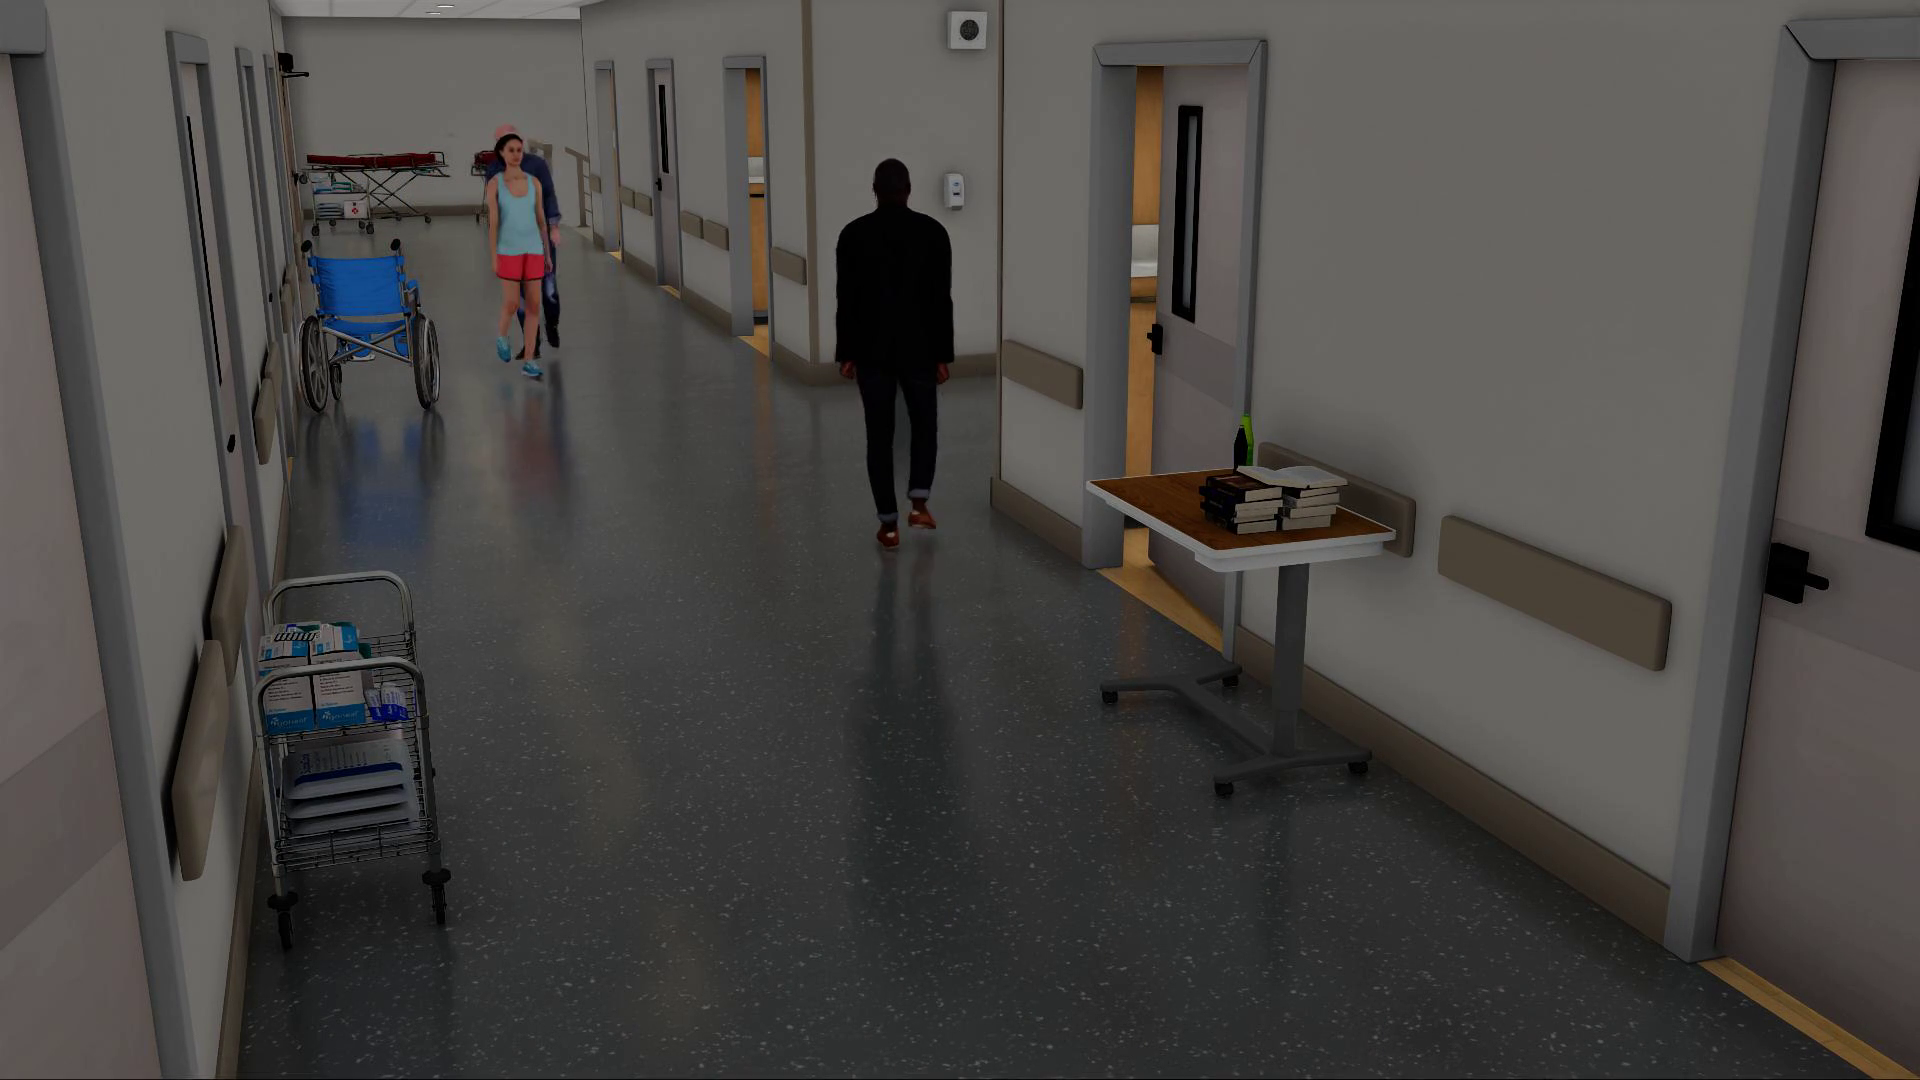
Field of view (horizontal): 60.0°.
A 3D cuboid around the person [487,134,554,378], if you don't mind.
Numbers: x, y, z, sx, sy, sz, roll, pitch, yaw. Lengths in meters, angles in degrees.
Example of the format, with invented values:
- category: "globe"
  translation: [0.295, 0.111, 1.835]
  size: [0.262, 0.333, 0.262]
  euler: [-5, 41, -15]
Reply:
- category: "person"
  translation: [-3.263, -2.083, 12.246]
  size: [0.712, 1.753, 0.898]
  euler: [-11, 19, -34]

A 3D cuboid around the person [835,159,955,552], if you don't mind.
- category: "person"
  translation: [-0.301, -0.833, 7.707]
  size: [0.796, 1.810, 0.774]
  euler: [-1, 16, -3]

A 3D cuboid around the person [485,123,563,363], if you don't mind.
- category: "person"
  translation: [-3.358, -2.309, 12.997]
  size: [1.030, 1.780, 1.256]
  euler: [-1, 16, -2]
